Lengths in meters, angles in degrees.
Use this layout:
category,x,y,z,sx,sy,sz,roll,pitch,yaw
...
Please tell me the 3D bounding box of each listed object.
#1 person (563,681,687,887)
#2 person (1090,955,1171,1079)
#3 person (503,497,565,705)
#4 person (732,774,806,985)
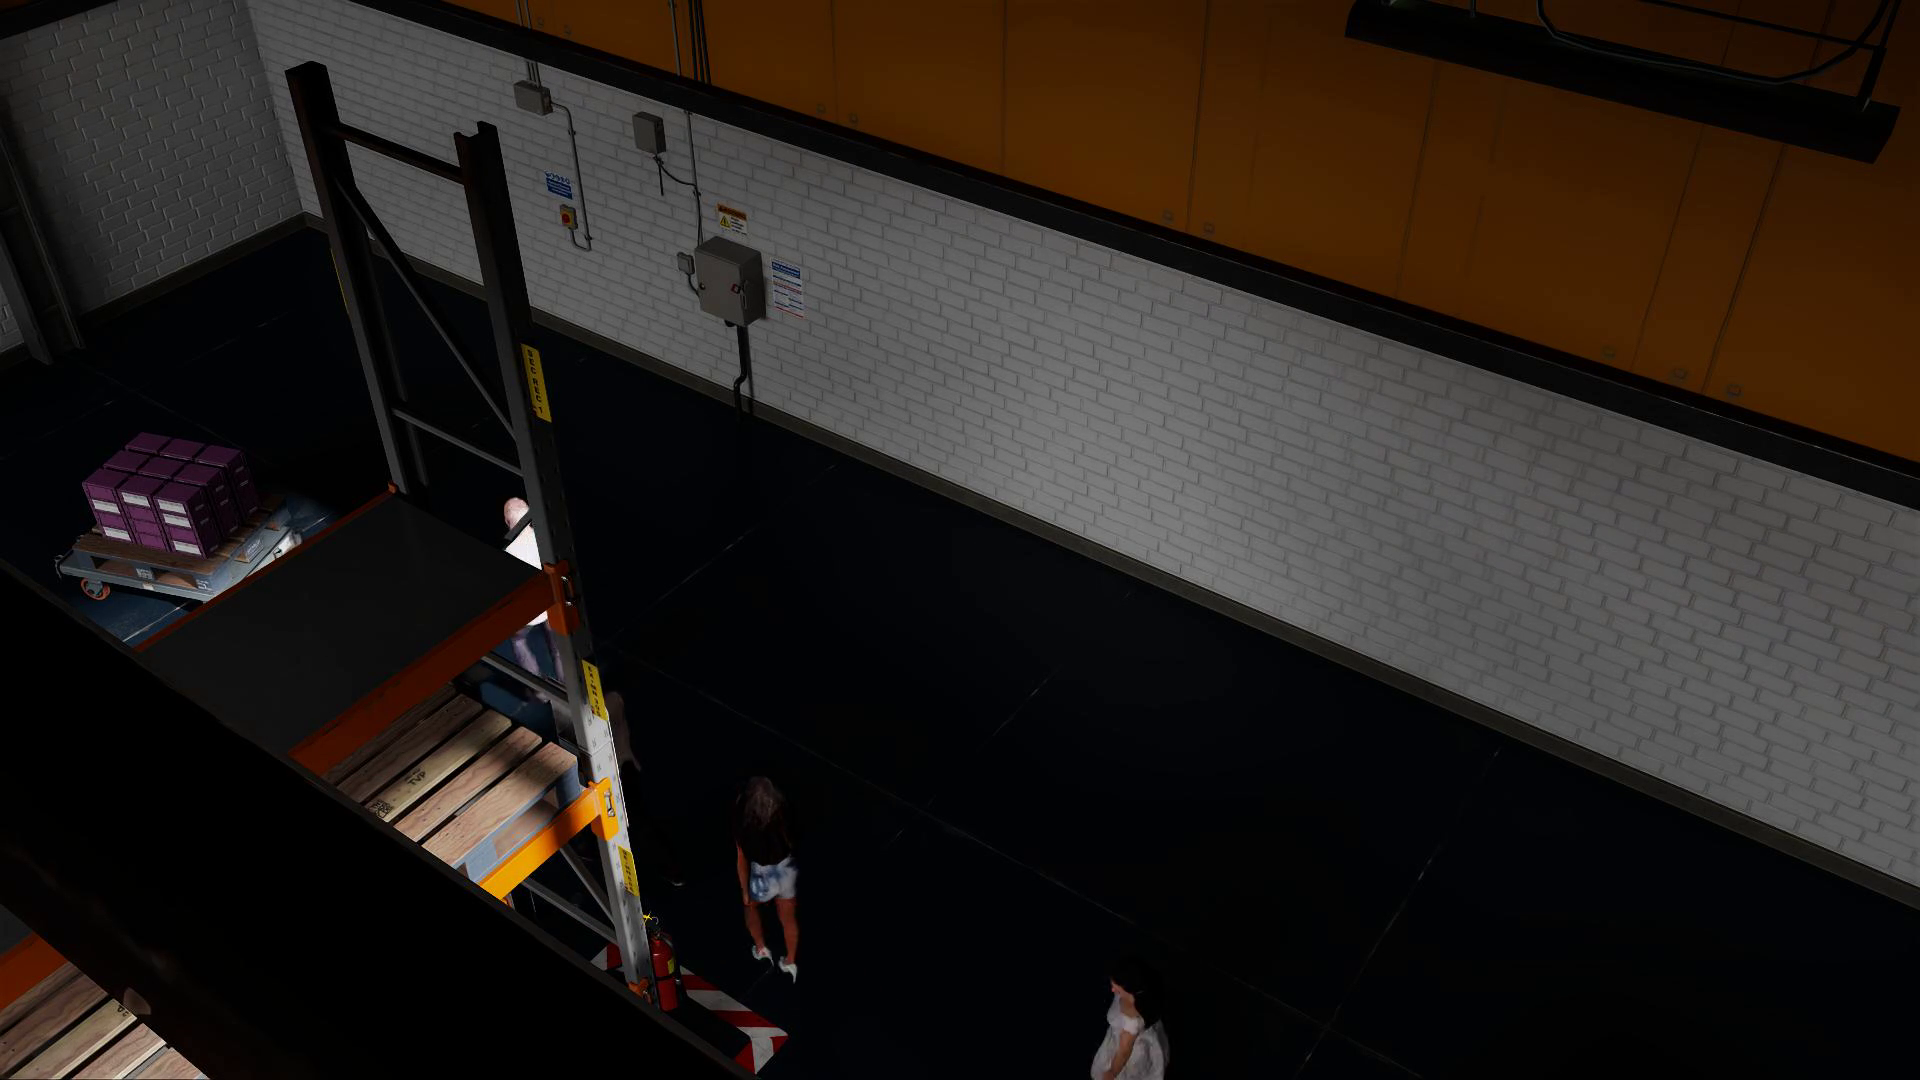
category,x,y,z,sx,sy,sz,roll,pitch,yaw
person,-2.074,1.518,10.251,0.883,1.748,1.147,20,43,23
person,0.969,2.675,8.801,0.840,1.750,0.639,23,44,26
person,-2.880,0.509,11.461,0.717,1.815,0.819,-24,45,-27
person,-1.067,2.040,9.710,0.671,1.608,0.743,-20,43,-23
